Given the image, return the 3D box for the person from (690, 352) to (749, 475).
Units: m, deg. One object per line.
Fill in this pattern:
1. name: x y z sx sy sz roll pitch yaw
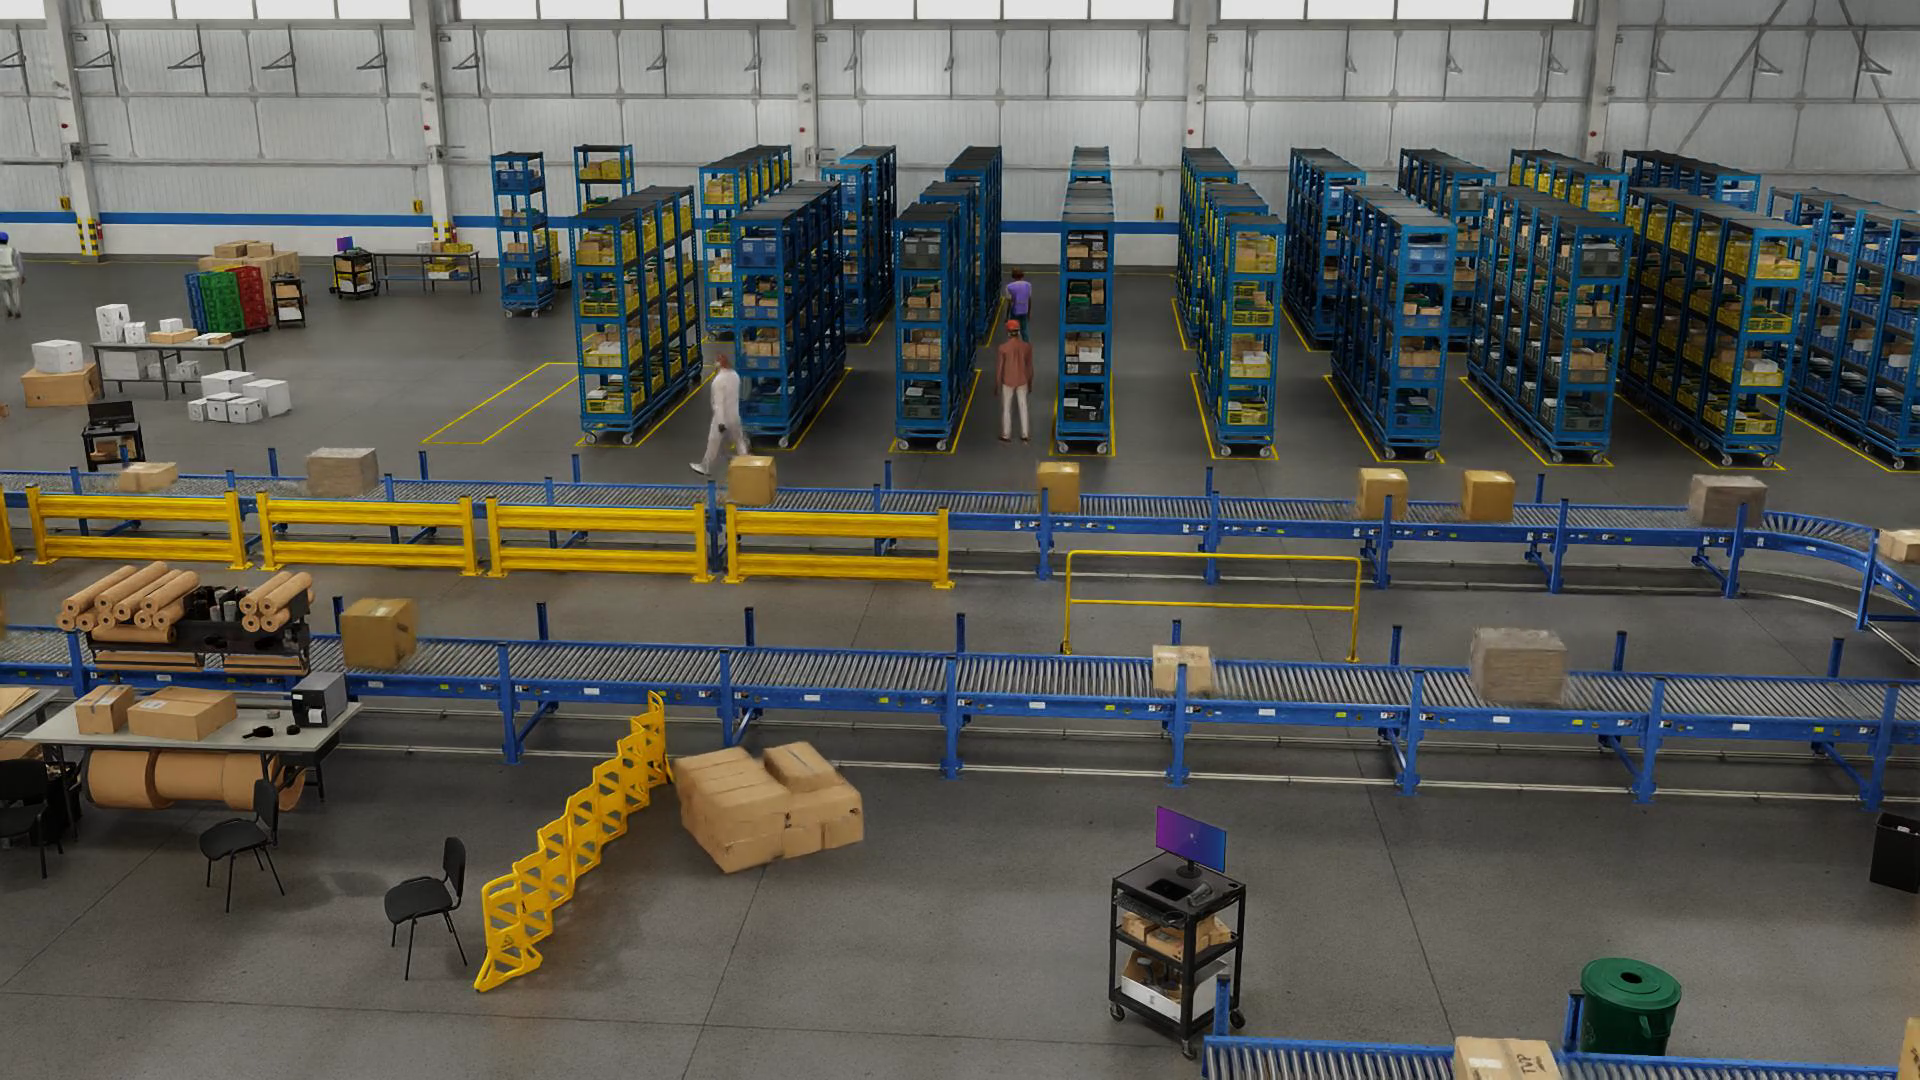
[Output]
1. person: -3.478 -1.825 24.317 1.008 1.849 0.663 8 19 24

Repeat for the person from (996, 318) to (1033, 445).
1. person: 0.849 -2.499 26.225 0.622 1.992 0.396 -6 18 -18

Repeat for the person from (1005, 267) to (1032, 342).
1. person: 1.144 -4.407 32.531 0.565 1.841 0.396 -9 20 -26

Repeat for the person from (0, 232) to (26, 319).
1. person: -21.303 -5.946 37.279 0.643 1.918 0.757 -8 19 -23
